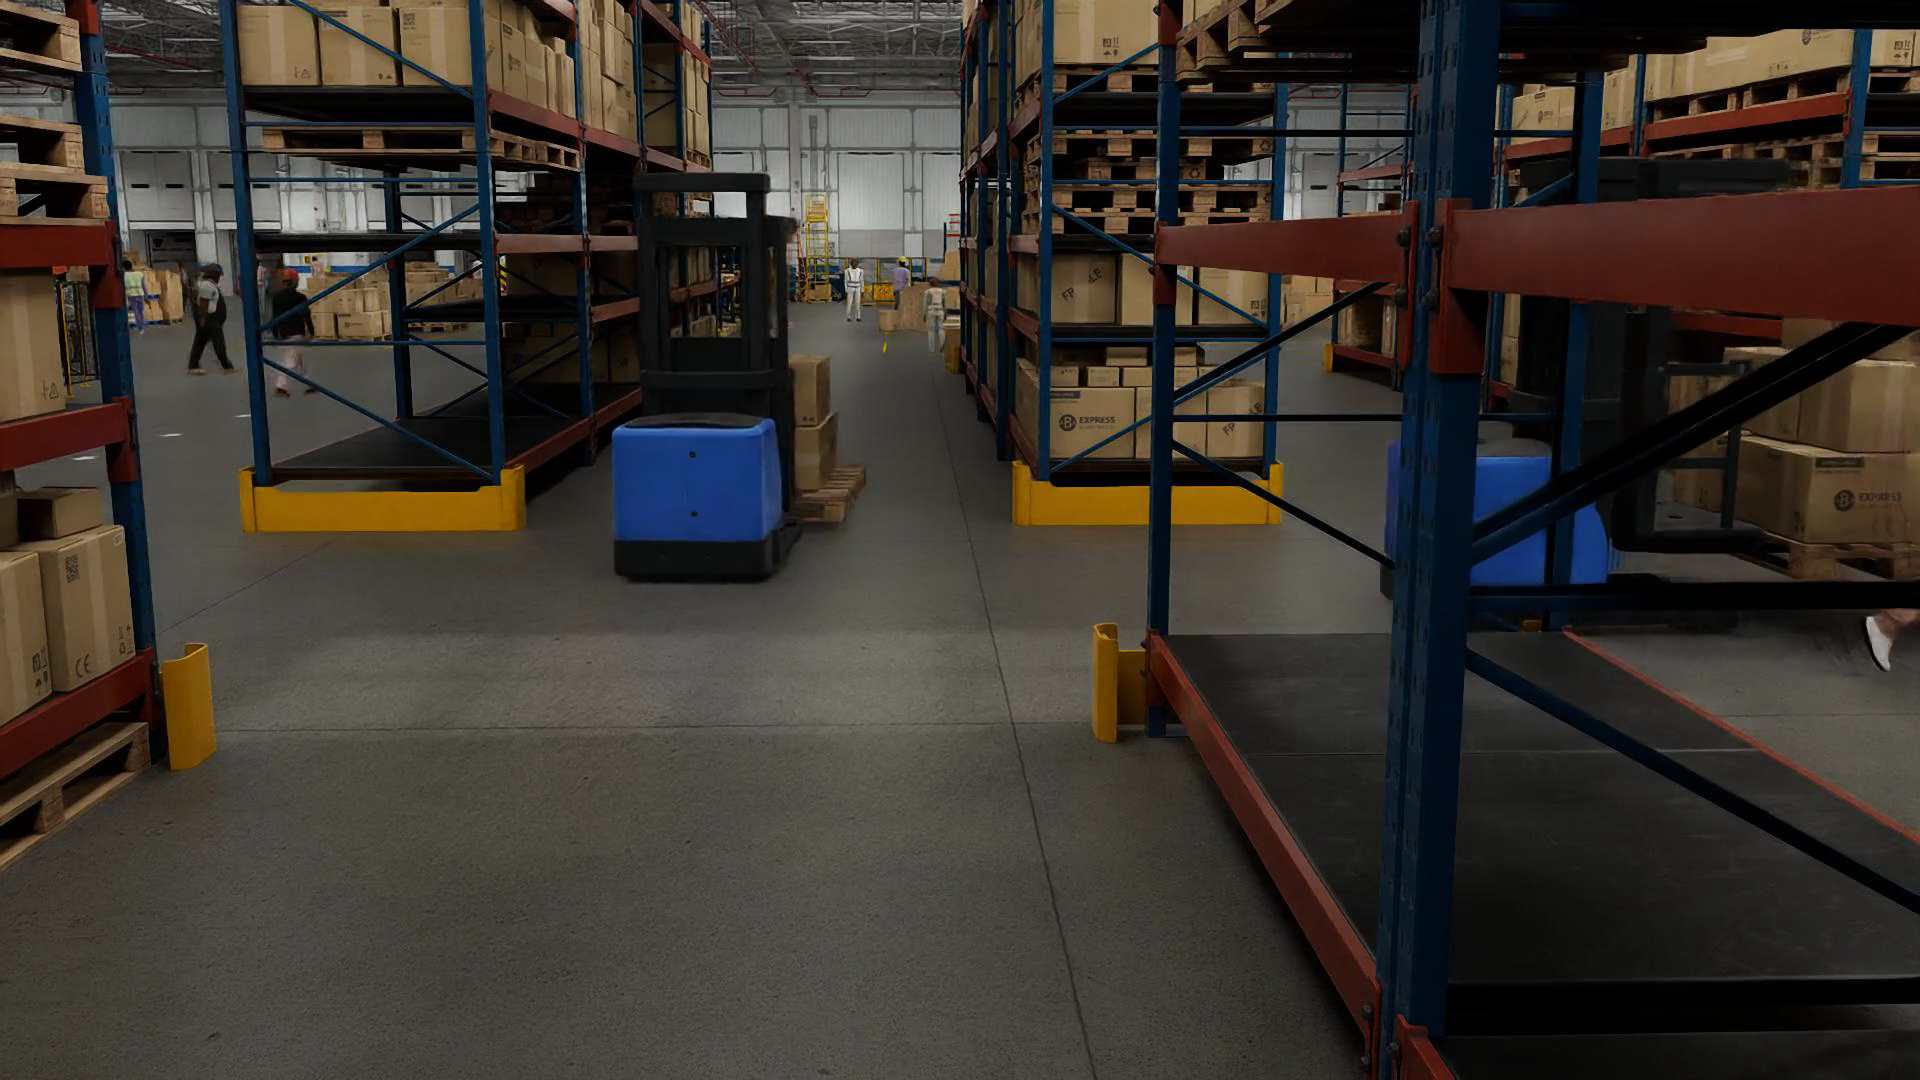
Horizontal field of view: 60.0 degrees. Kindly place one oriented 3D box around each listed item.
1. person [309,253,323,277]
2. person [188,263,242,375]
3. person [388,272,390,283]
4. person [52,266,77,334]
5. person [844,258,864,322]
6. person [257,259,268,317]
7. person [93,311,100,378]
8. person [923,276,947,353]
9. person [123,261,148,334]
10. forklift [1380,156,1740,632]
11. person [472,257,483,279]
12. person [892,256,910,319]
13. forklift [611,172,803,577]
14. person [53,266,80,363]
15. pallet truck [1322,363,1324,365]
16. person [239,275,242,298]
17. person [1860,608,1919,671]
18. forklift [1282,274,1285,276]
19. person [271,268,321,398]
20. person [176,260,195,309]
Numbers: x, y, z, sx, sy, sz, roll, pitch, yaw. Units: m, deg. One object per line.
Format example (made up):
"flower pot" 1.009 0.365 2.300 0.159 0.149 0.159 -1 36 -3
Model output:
"person" -25.711 -10.540 66.570 0.806 1.906 0.593 9 14 41
"person" -13.206 -3.925 29.324 0.984 2.000 0.700 -6 12 -31
"person" -18.728 -8.398 55.233 0.533 1.690 0.321 -9 14 -42
"person" -22.305 -5.940 41.177 0.964 1.820 0.515 -8 13 -38
"person" -3.087 -7.284 48.510 0.574 1.876 0.355 -4 11 -20
"person" -21.811 -7.821 51.588 0.627 1.842 0.428 -2 10 -13
"person" -14.481 -3.520 28.285 0.650 1.610 0.515 8 13 38
"person" -0.494 -4.717 34.884 0.547 1.616 0.506 -4 11 -19
"person" -21.130 -6.202 42.551 0.867 1.852 0.609 7 13 36
"forklift" 3.682 -0.908 10.180 1.873 2.768 1.129 -1 10 -3
"person" -16.737 -9.014 57.963 0.365 1.939 0.636 -10 14 -43
"person" -1.702 -7.302 48.498 0.581 1.919 0.402 5 11 27
"forklift" -1.827 -1.240 12.027 1.129 2.768 1.873 0 10 2
"person" -17.358 -4.392 32.248 0.543 1.927 0.383 0 10 -2
"pallet truck" 7.712 -4.157 30.737 1.885 1.965 0.823 3 11 16
"person" -29.391 -10.925 68.627 1.067 1.934 0.639 1 10 8
"person" 5.272 -0.166 8.823 0.719 1.883 0.654 3 11 18
"forklift" 12.206 -10.472 63.460 1.129 2.768 1.873 0 10 -2
"person" -10.099 -3.126 25.153 0.630 1.947 1.046 4 11 21
"person" -23.585 -7.638 50.745 0.951 1.794 0.508 -3 11 -17
